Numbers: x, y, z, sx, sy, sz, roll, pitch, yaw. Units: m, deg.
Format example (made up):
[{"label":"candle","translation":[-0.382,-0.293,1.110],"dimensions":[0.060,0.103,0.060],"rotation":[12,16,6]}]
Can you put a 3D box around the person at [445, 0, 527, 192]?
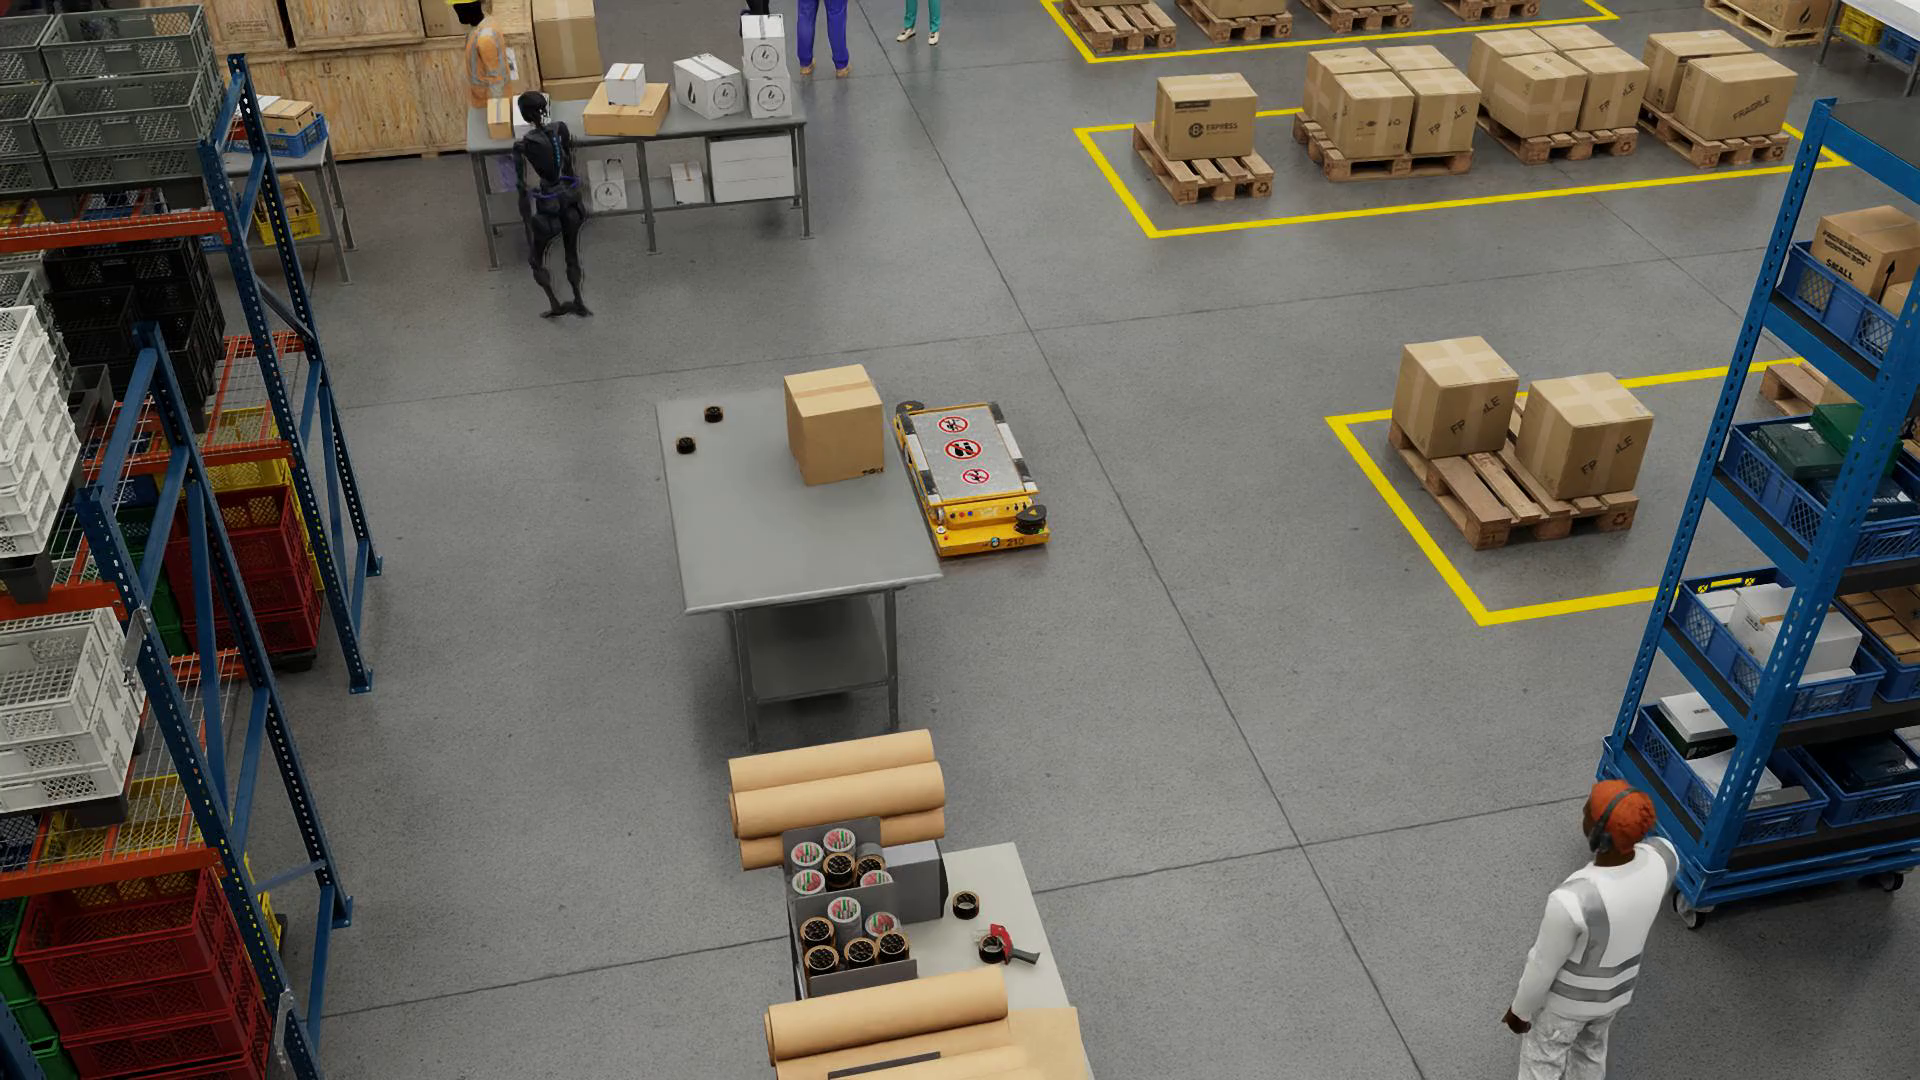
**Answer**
[{"label":"person","translation":[-3.581,-3.331,12.645],"dimensions":[0.383,1.922,0.592],"rotation":[-12,38,-15]}]

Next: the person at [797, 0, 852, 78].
[{"label":"person","translation":[-1.263,-5.256,15.135],"dimensions":[0.682,2.000,0.536],"rotation":[9,38,12]}]

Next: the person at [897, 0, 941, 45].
[{"label":"person","translation":[-0.376,-5.628,15.863],"dimensions":[0.522,1.768,0.311],"rotation":[12,38,16]}]

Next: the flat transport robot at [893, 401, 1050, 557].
[{"label":"flat transport robot","translation":[0.046,-0.430,10.108],"dimensions":[0.652,0.197,1.431],"rotation":[-8,37,-10]}]

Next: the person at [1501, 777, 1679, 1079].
[{"label":"person","translation":[2.244,1.607,6.051],"dimensions":[0.573,1.876,0.354],"rotation":[-18,40,-22]}]

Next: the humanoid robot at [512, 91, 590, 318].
[{"label":"humanoid robot","translation":[-2.843,-2.325,11.495],"dimensions":[0.439,1.645,0.601],"rotation":[26,44,30]}]

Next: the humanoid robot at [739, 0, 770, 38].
[{"label":"humanoid robot","translation":[-1.706,-4.280,14.125],"dimensions":[0.358,1.646,0.576],"rotation":[-3,37,-4]}]

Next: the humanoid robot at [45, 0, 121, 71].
[{"label":"humanoid robot","translation":[-7.285,-4.076,13.860],"dimensions":[0.457,1.619,0.609],"rotation":[23,43,28]}]
